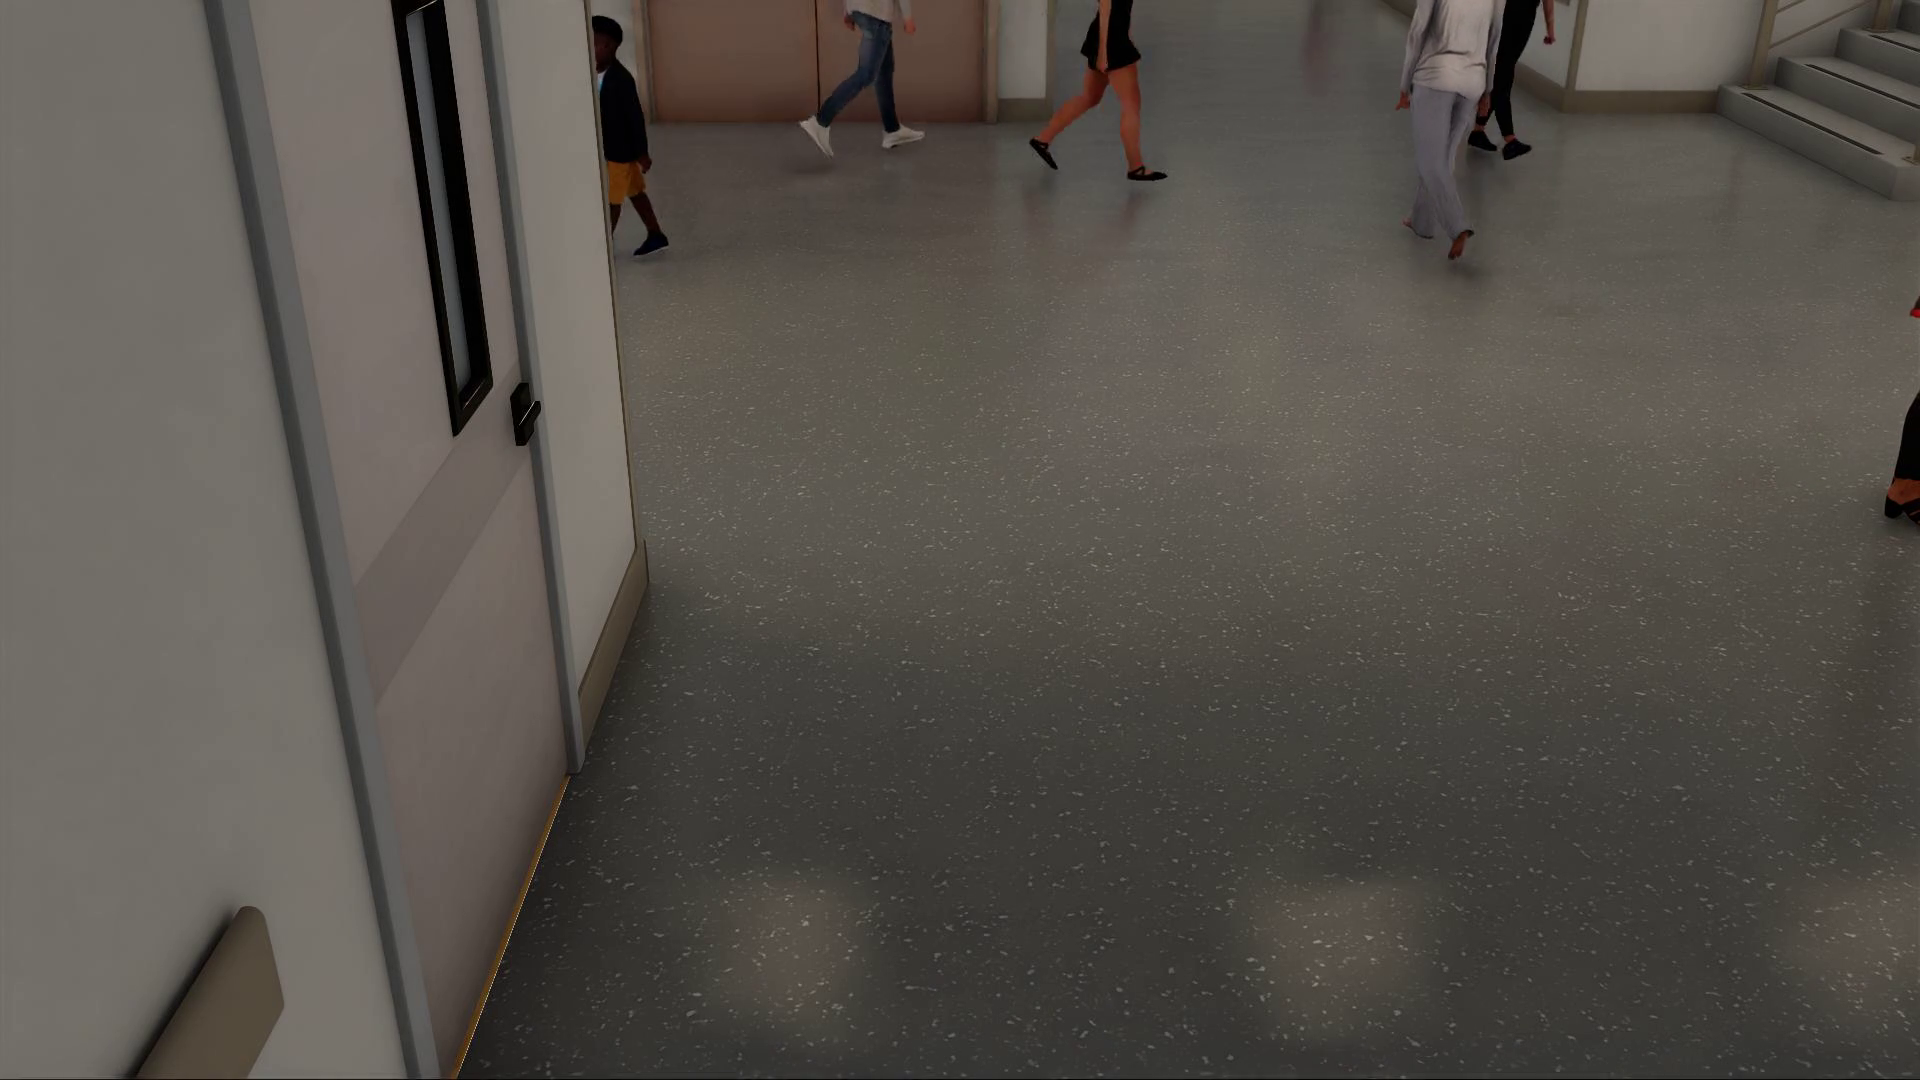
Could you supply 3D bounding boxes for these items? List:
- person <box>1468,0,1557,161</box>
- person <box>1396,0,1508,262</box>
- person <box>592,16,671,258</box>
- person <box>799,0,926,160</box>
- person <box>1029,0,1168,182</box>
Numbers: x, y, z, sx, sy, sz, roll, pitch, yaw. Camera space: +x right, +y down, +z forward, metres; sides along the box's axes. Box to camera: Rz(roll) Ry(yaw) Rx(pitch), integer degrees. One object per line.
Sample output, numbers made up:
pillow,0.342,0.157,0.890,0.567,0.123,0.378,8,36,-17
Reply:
person,3.477,-3.327,10.678,1.041,1.684,0.892,-7,27,-15
person,2.550,-2.304,8.535,1.076,1.703,0.817,-4,26,-9
person,-1.690,-2.005,8.456,0.924,1.234,0.861,-23,34,-39
person,-0.636,-3.306,10.488,1.311,1.813,1.137,-18,31,-32
person,0.812,-2.979,9.999,1.131,1.646,0.721,5,26,10
